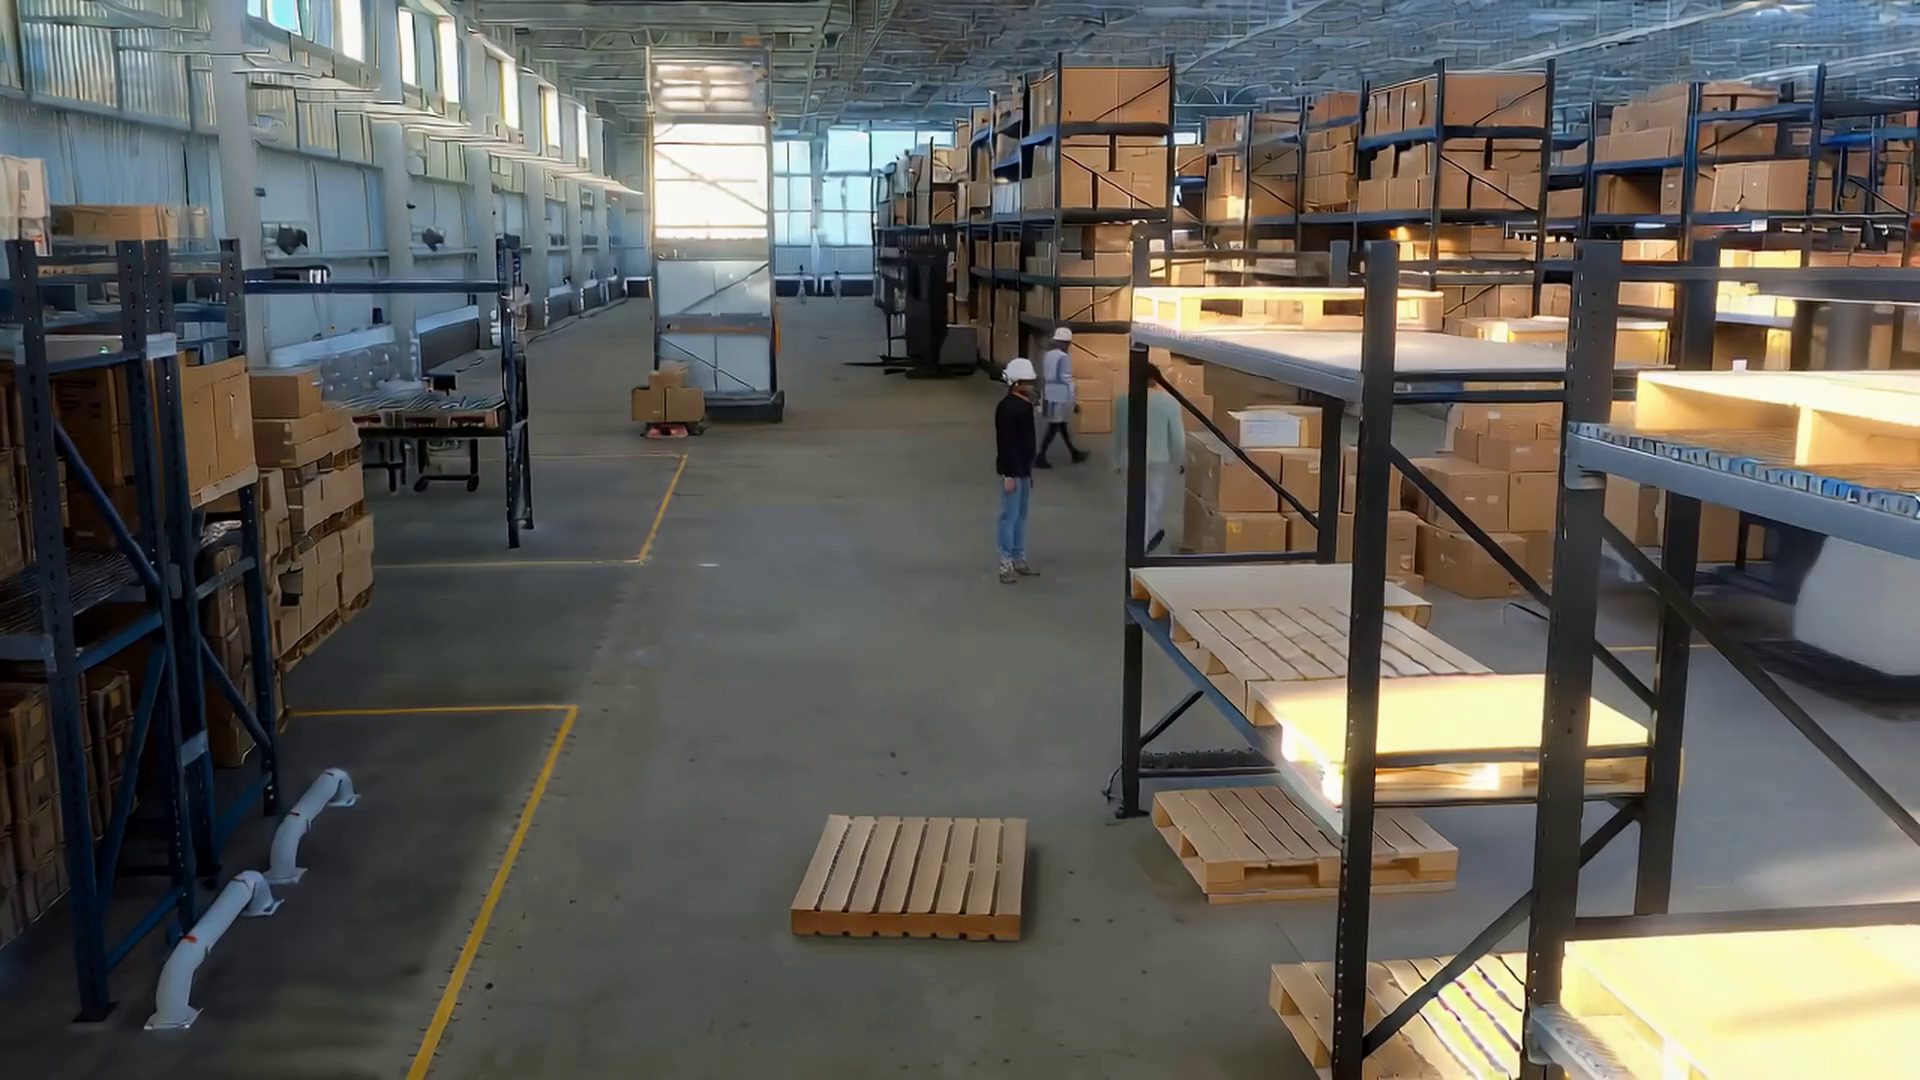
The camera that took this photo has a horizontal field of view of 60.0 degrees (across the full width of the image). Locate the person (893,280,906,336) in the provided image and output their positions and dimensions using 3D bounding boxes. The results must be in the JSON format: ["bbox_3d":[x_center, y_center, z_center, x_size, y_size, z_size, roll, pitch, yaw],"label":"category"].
[{"bbox_3d":[-1.792,-7.163,51.641,0.581,1.799,0.955,-1,10,-7],"label":"person"}]

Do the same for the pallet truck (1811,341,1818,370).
[{"bbox_3d":[15.846,-3.142,28.793,1.885,1.965,0.823,2,10,12],"label":"pallet truck"}]

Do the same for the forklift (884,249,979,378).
[{"bbox_3d":[-0.605,-5.064,36.993,1.873,2.768,1.129,-6,12,-31],"label":"forklift"}]

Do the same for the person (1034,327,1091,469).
[{"bbox_3d":[1.372,-1.904,22.247,1.016,1.877,0.577,-6,12,-31],"label":"person"}]

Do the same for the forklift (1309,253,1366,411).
[{"bbox_3d":[6.442,-3.402,27.783,1.129,2.768,1.873,-1,10,-6],"label":"forklift"}]

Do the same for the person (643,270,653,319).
[{"bbox_3d":[-12.007,-9.525,64.464,0.401,1.894,0.653,8,13,37],"label":"person"}]

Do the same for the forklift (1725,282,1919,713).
[{"bbox_3d":[6.250,-0.406,11.185,1.129,2.768,1.873,-1,10,-6],"label":"forklift"}]

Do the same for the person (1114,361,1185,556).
[{"bbox_3d":[1.830,-0.756,15.870,0.645,1.886,0.992,6,12,28],"label":"person"}]

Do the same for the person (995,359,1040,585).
[{"bbox_3d":[0.511,-0.612,14.777,0.382,1.995,0.612,4,11,21],"label":"person"}]

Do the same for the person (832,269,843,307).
[{"bbox_3d":[-5.543,-11.353,75.095,0.481,1.698,0.862,2,10,9],"label":"person"}]

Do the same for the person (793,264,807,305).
[{"bbox_3d":[-7.501,-11.999,78.057,0.522,1.927,0.561,-2,10,-9],"label":"person"}]
